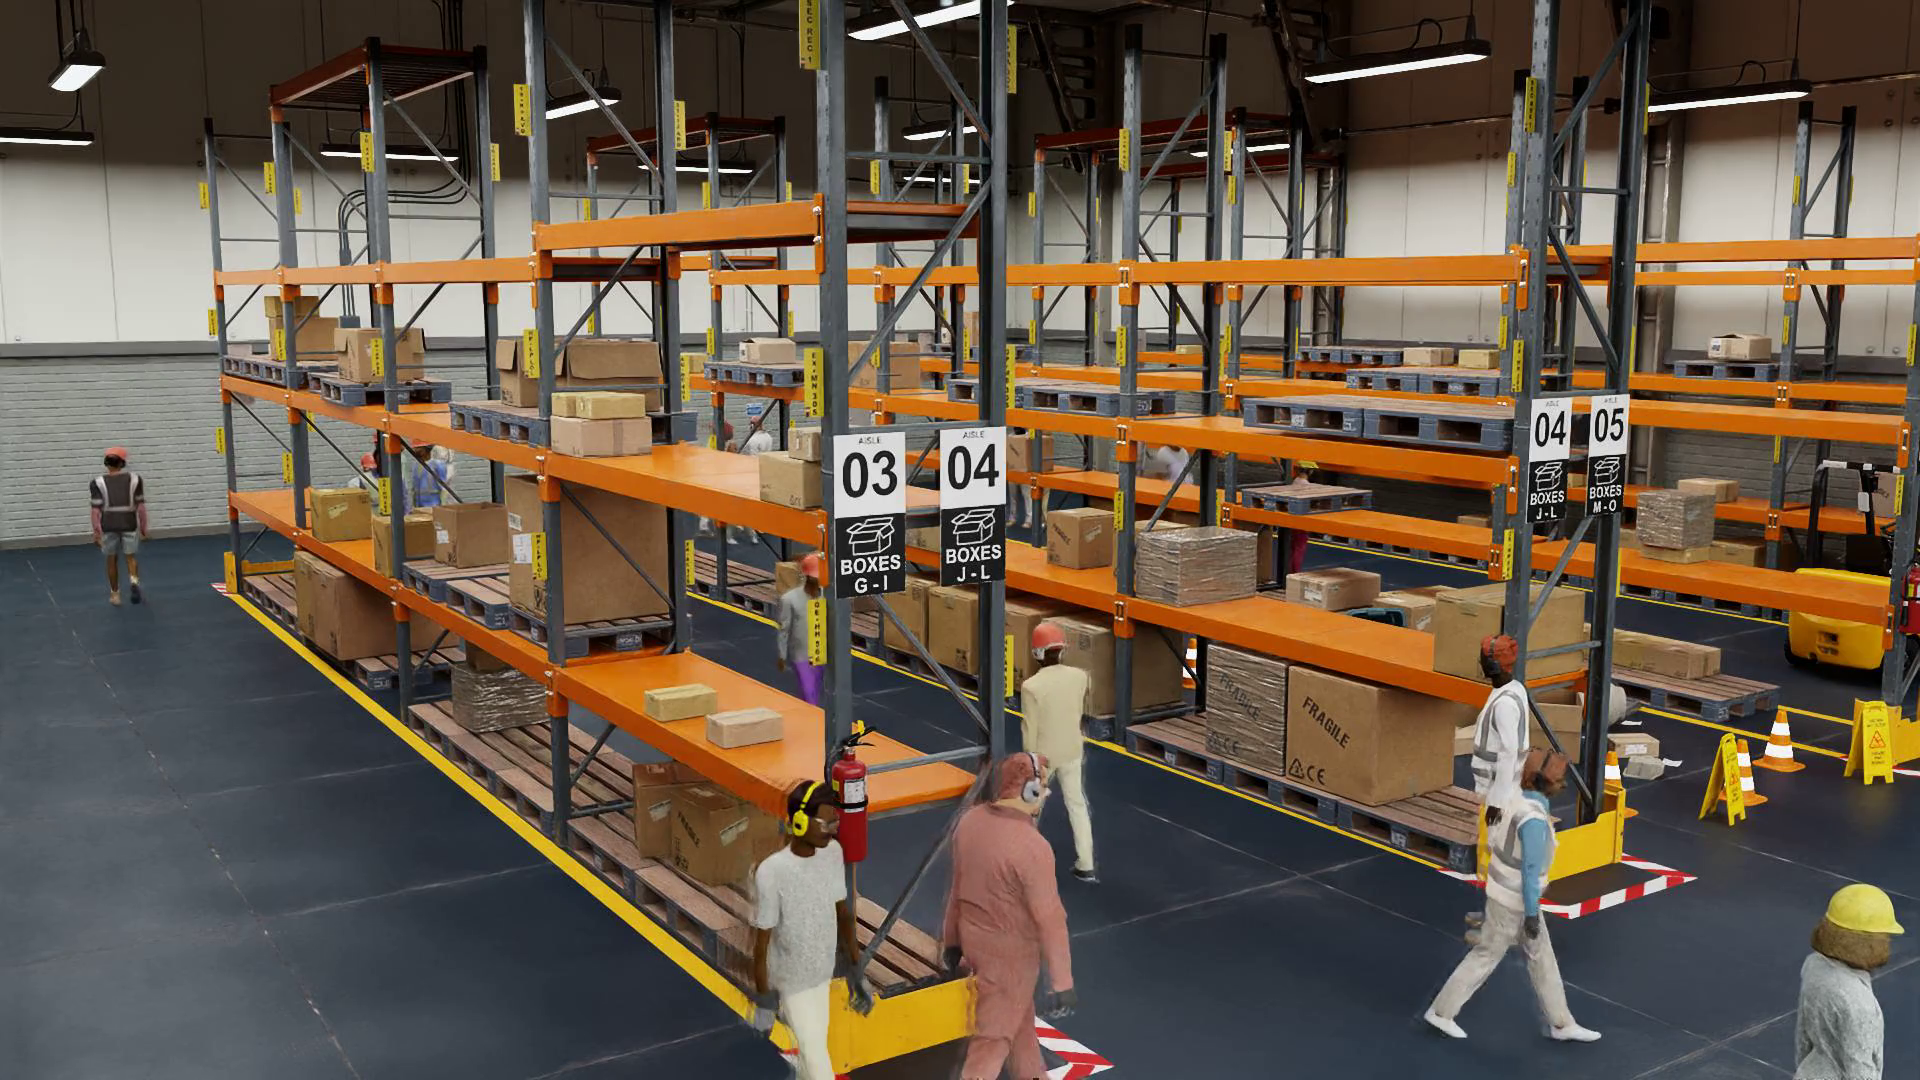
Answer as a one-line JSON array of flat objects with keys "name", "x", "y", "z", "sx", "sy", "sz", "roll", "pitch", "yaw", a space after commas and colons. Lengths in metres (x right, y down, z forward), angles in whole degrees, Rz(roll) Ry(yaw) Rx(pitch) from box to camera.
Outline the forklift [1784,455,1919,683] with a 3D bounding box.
[{"name": "forklift", "x": 9.643, "y": 0.253, "z": 17.172, "sx": 2.313, "sy": 2.155, "sz": 1.214, "roll": -6, "pitch": 10, "yaw": -33}]

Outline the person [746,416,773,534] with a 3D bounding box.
[{"name": "person", "x": -3.256, "y": -1.044, "z": 26.770, "sx": 0.400, "sy": 1.905, "sz": 0.643, "roll": 3, "pitch": 9, "yaw": 19}]

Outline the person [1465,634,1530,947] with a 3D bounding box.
[{"name": "person", "x": 3.232, "y": 1.489, "z": 9.968, "sx": 0.346, "sy": 1.882, "sz": 0.578, "roll": 3, "pitch": 9, "yaw": 20}]

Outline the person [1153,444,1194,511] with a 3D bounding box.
[{"name": "person", "x": 3.103, "y": -0.655, "z": 23.721, "sx": 0.714, "sy": 2.000, "sz": 0.640, "roll": -8, "pitch": 12, "yaw": -43}]

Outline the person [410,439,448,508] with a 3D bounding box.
[{"name": "person", "x": -7.099, "y": -0.422, "z": 22.168, "sx": 0.614, "sy": 2.040, "sz": 0.391, "roll": 5, "pitch": 10, "yaw": 32}]

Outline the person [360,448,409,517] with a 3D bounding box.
[{"name": "person", "x": -7.531, "y": -0.285, "z": 21.743, "sx": 0.606, "sy": 1.895, "sz": 0.727, "roll": -6, "pitch": 10, "yaw": -35}]

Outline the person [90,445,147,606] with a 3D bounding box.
[{"name": "person", "x": -10.367, "y": -0.156, "z": 20.511, "sx": 0.631, "sy": 2.014, "sz": 0.638, "roll": -6, "pitch": 10, "yaw": -34}]

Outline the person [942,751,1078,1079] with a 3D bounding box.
[{"name": "person", "x": 0.272, "y": 1.873, "z": 7.514, "sx": 0.951, "sy": 1.847, "sz": 0.755, "roll": -5, "pitch": 10, "yaw": -29}]

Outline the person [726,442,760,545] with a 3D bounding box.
[{"name": "person", "x": -3.418, "y": -0.699, "z": 25.471, "sx": 0.552, "sy": 1.600, "sz": 0.613, "roll": -8, "pitch": 12, "yaw": -44}]

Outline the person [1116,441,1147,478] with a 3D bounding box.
[{"name": "person", "x": 2.904, "y": -1.250, "z": 28.372, "sx": 0.589, "sy": 1.833, "sz": 0.404, "roll": -6, "pitch": 10, "yaw": -33}]

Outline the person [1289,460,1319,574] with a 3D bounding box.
[{"name": "person", "x": 4.538, "y": -0.247, "z": 21.980, "sx": 0.366, "sy": 1.755, "sz": 0.533, "roll": -1, "pitch": 9, "yaw": -9}]

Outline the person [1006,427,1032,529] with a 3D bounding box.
[{"name": "person", "x": 0.994, "y": -1.102, "z": 27.402, "sx": 0.632, "sy": 1.836, "sz": 0.430, "roll": 6, "pitch": 10, "yaw": 34}]

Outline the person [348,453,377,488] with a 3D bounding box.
[{"name": "person", "x": -7.859, "y": -0.284, "z": 22.201, "sx": 0.572, "sy": 1.750, "sz": 0.329, "roll": -7, "pitch": 11, "yaw": -38}]

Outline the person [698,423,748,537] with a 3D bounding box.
[{"name": "person", "x": -3.695, "y": -0.939, "z": 26.302, "sx": 1.052, "sy": 1.823, "sz": 0.600, "roll": 1, "pitch": 9, "yaw": 7}]

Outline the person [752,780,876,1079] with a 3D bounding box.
[{"name": "person", "x": -0.628, "y": 1.936, "z": 7.170, "sx": 0.473, "sy": 1.838, "sz": 0.499, "roll": 5, "pitch": 10, "yaw": 32}]

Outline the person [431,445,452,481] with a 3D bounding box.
[{"name": "person", "x": -8.397, "y": -1.042, "z": 26.857, "sx": 0.379, "sy": 1.883, "sz": 0.666, "roll": -3, "pitch": 9, "yaw": -19}]

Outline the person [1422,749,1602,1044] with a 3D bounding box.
[{"name": "person", "x": 2.855, "y": 1.842, "z": 8.595, "sx": 0.879, "sy": 1.594, "sz": 0.553, "roll": 3, "pitch": 9, "yaw": 20}]

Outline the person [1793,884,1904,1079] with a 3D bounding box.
[{"name": "person", "x": 3.288, "y": 2.123, "z": 6.217, "sx": 0.325, "sy": 1.740, "sz": 0.492, "roll": 1, "pitch": 9, "yaw": 7}]

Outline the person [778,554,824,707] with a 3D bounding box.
[{"name": "person", "x": -1.234, "y": 0.955, "z": 14.127, "sx": 0.576, "sy": 1.697, "sz": 0.919, "roll": -4, "pitch": 9, "yaw": -24}]

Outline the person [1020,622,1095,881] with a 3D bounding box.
[{"name": "person", "x": 0.604, "y": 1.397, "z": 11.174, "sx": 0.577, "sy": 1.703, "sz": 0.917, "roll": -5, "pitch": 10, "yaw": -32}]
